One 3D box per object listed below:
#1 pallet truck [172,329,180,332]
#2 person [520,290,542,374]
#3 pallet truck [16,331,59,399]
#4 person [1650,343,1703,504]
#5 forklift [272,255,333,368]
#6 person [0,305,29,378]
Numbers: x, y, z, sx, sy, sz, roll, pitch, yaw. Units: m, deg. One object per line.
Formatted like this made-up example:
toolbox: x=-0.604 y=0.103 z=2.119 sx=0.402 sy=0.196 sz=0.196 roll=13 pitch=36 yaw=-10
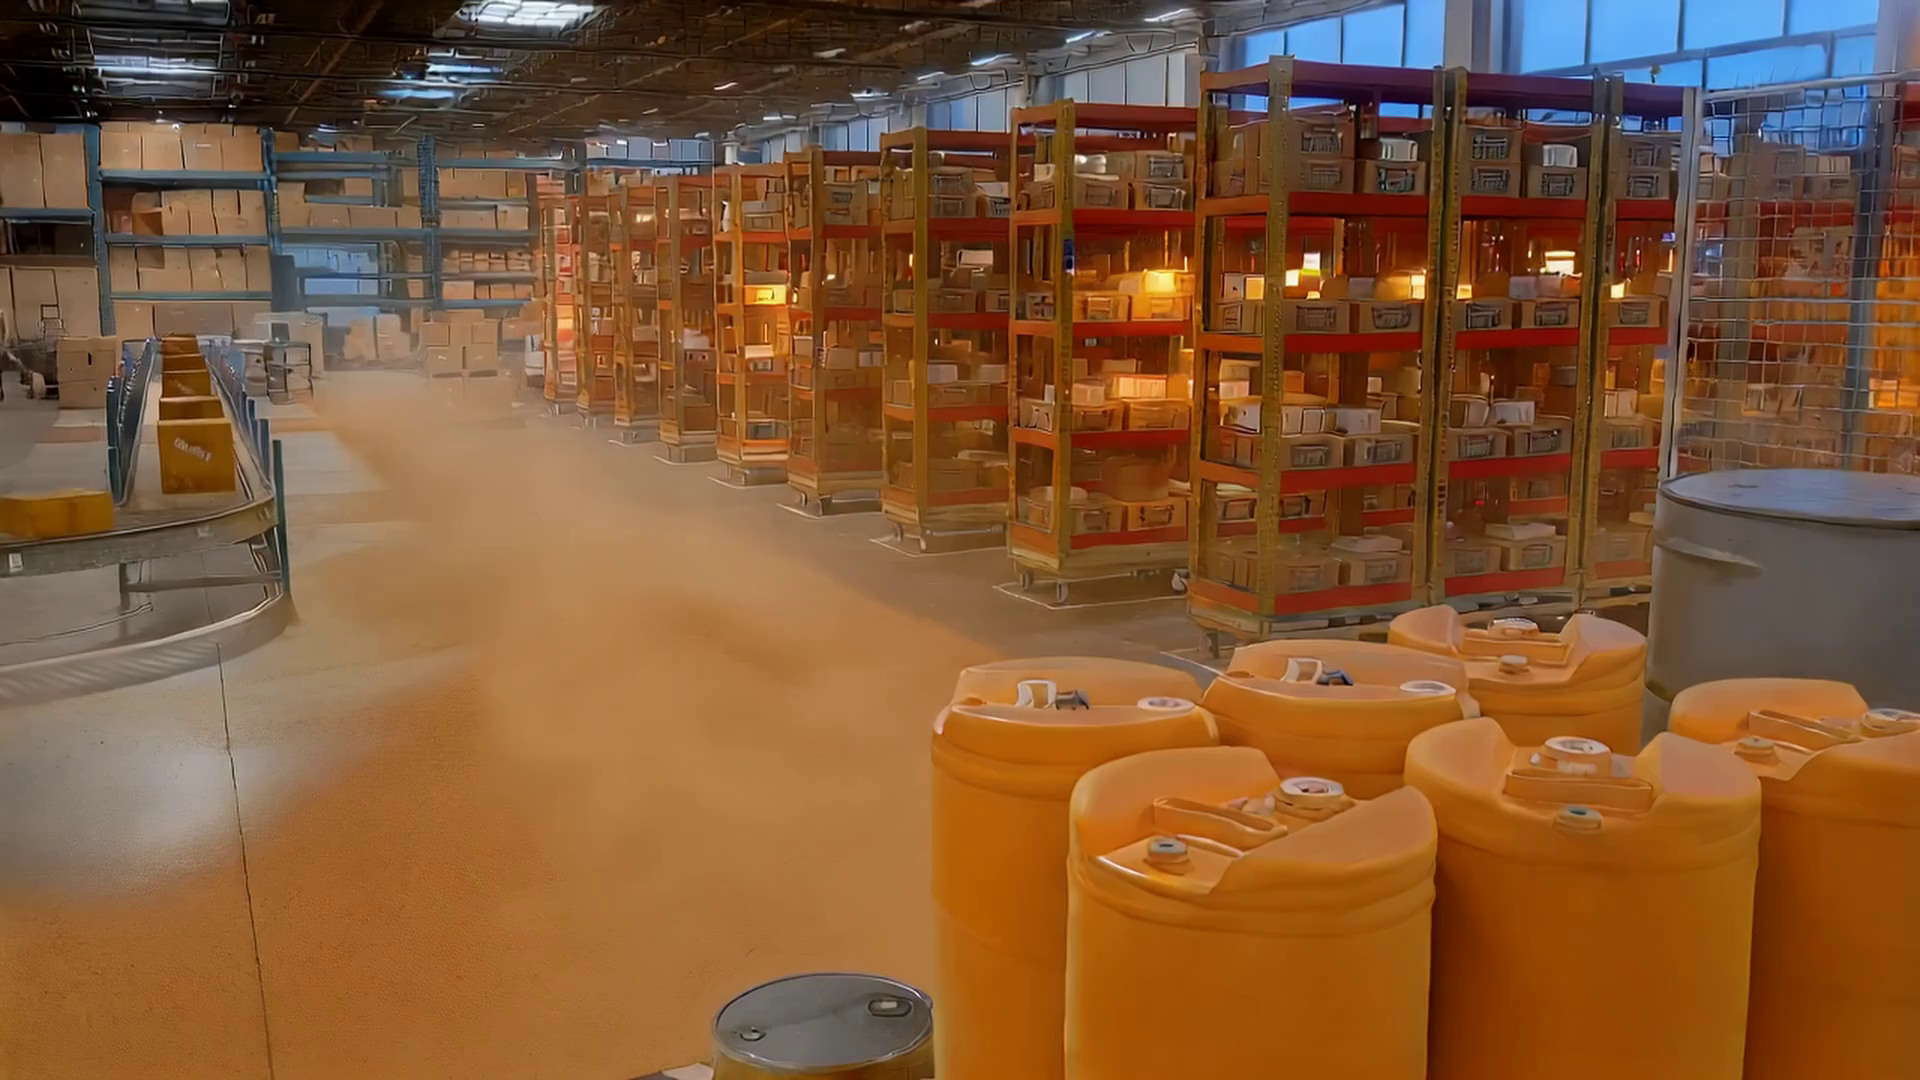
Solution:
pallet truck: x=-17.275 y=-3.851 z=35.096 sx=1.601 sy=1.201 sz=0.680 roll=0 pitch=9 yaw=1
person: x=-10.107 y=-4.923 z=39.368 sx=0.381 sy=1.994 sz=0.622 roll=9 pitch=12 yaw=43
pallet truck: x=-17.082 y=-3.353 z=31.781 sx=1.630 sy=1.274 sz=0.653 roll=-4 pitch=10 yaw=-25
person: x=7.232 y=-1.214 z=16.828 sx=0.572 sy=1.840 sz=0.373 roll=-4 pitch=10 yaw=-24
forklift: x=-16.737 y=-5.690 z=41.390 sx=1.873 sy=2.768 sz=1.129 roll=-2 pitch=9 yaw=-15
person: x=-21.514 y=-4.505 z=37.407 sx=0.869 sy=1.802 sz=0.604 roll=-6 pitch=11 yaw=-31
